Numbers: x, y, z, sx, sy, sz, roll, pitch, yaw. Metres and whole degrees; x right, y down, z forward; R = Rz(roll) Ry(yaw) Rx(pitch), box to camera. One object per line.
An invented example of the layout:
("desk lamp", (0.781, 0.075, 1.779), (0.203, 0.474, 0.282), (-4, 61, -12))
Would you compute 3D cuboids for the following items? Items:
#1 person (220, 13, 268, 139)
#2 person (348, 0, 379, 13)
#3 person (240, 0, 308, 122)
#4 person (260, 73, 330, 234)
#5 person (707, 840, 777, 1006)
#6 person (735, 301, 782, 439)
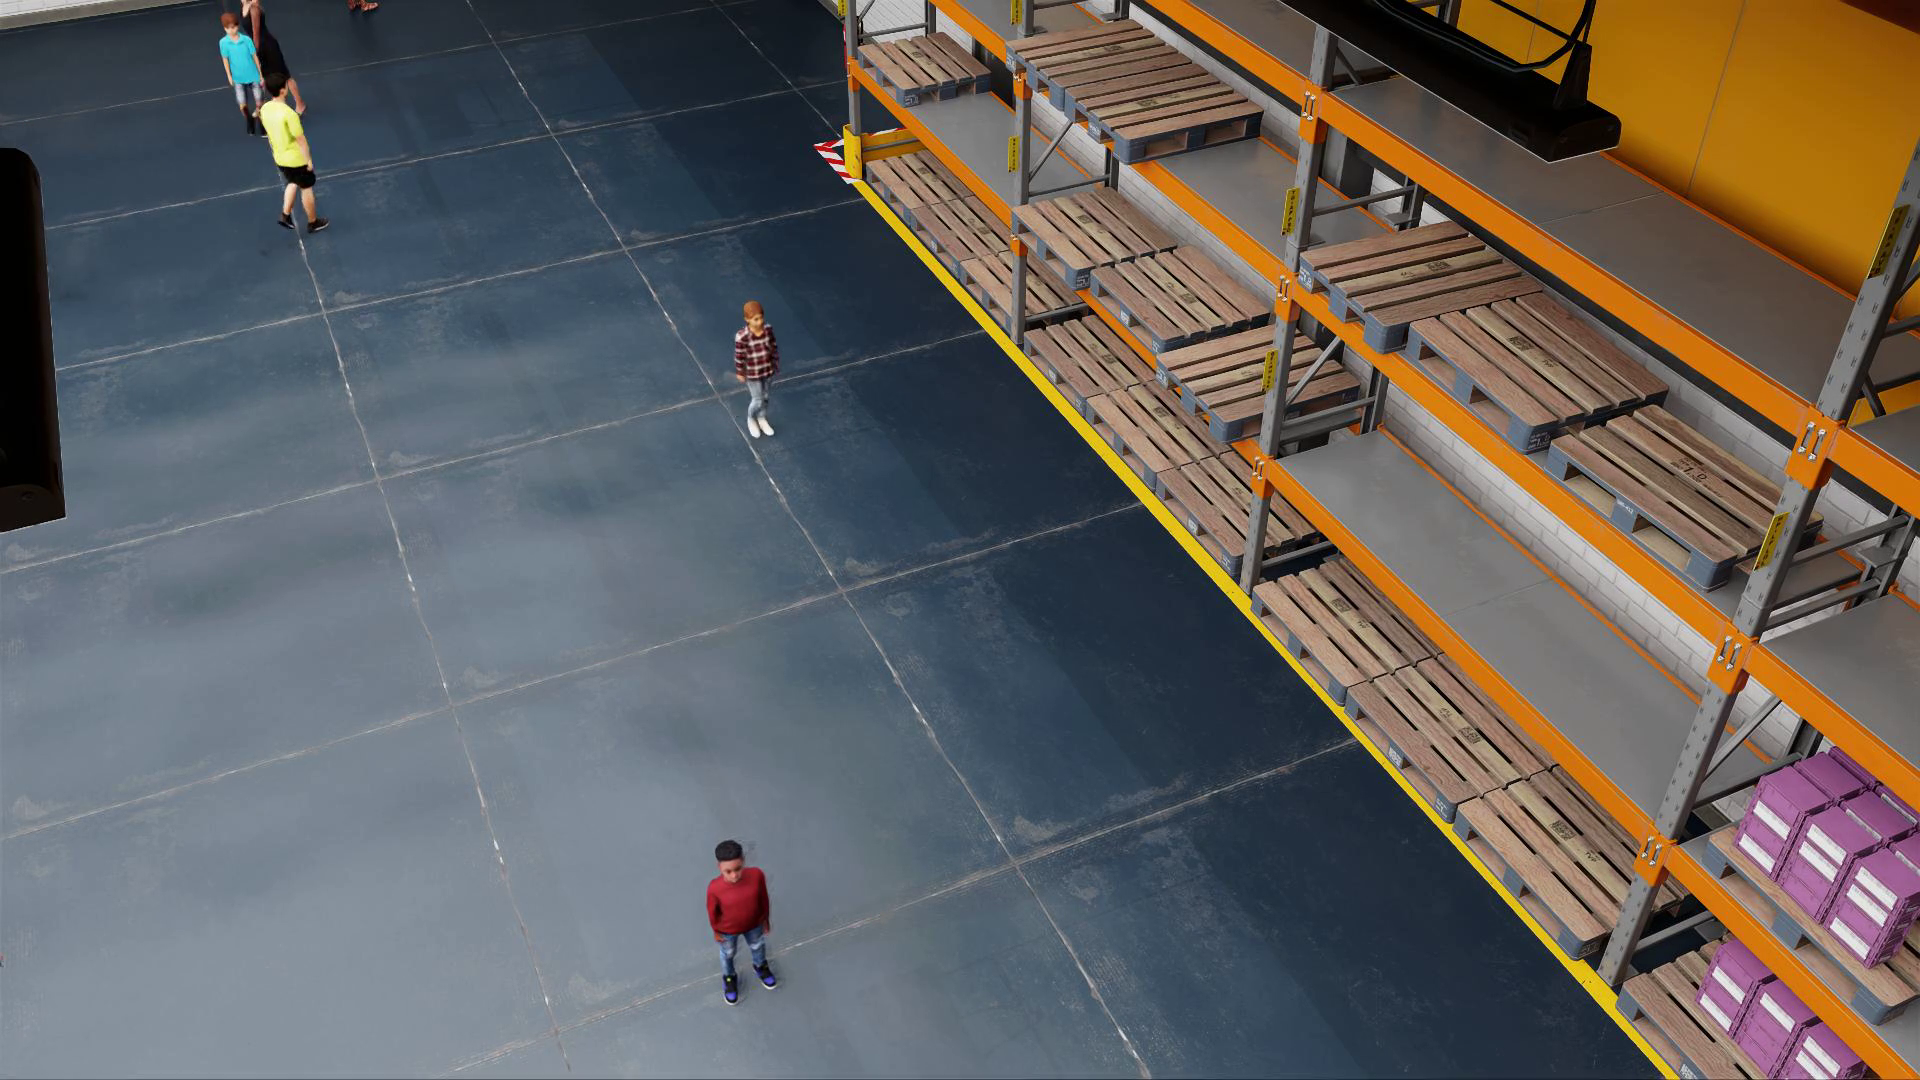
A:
("person", (-8.083, -5.287, 18.826), (0.530, 1.440, 0.548), (-13, 40, -16))
("person", (-8.033, -7.774, 21.719), (0.652, 1.718, 0.734), (18, 42, 21))
("person", (-7.852, -5.615, 19.026), (0.806, 1.705, 0.901), (-29, 47, -31))
("person", (-6.827, -3.864, 16.839), (0.848, 1.697, 0.904), (16, 41, 19))
("person", (-1.275, 2.181, 9.627), (0.497, 1.251, 0.477), (-15, 41, -18))
("person", (-1.751, -1.487, 14.183), (0.571, 1.298, 0.568), (-26, 45, -29))
